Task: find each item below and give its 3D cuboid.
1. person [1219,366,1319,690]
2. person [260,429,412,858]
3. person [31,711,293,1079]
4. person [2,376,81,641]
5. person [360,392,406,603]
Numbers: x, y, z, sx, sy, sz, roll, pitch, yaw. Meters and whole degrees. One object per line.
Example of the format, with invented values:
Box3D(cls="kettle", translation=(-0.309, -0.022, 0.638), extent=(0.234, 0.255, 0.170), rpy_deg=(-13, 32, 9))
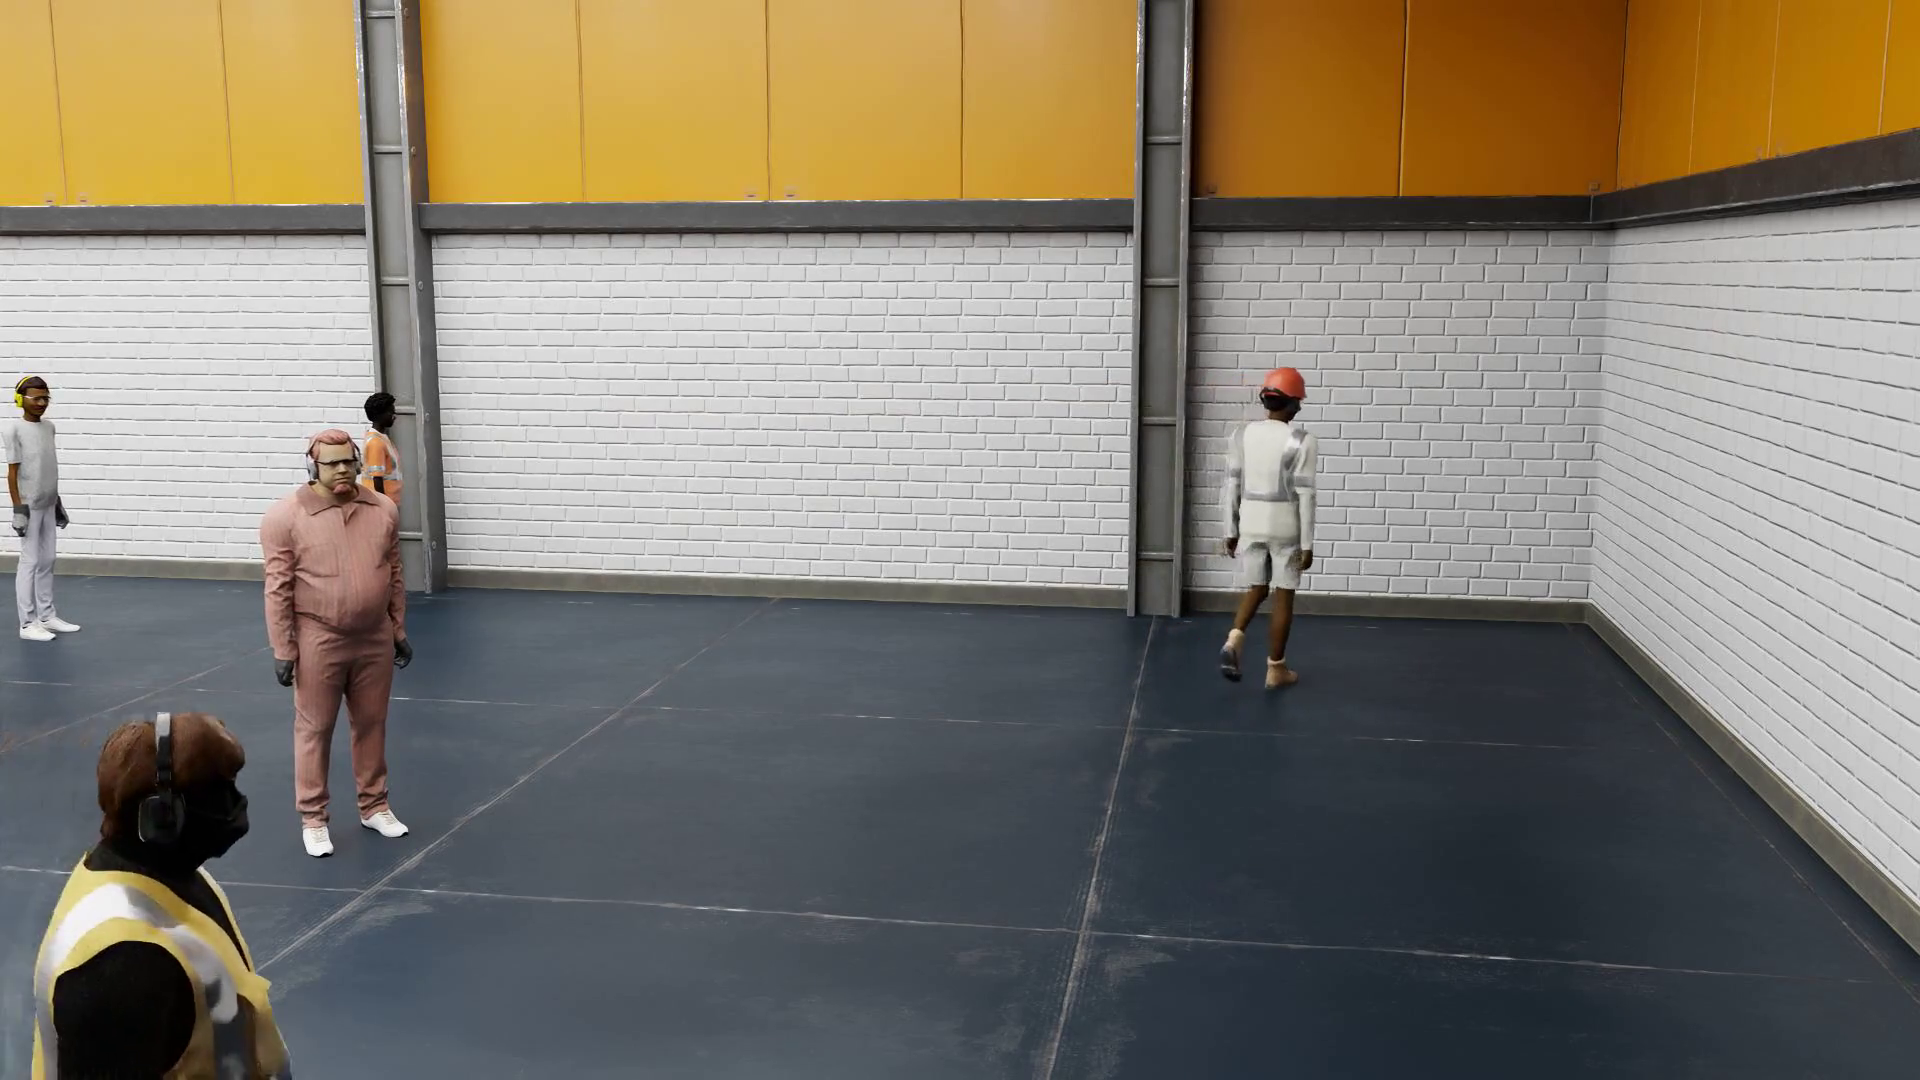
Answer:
Box3D(cls="person", translation=(1.892, -0.054, 10.224), extent=(0.628, 2.022, 0.579), rpy_deg=(8, 12, 41))
Box3D(cls="person", translation=(-2.771, 0.450, 7.488), extent=(0.403, 1.905, 0.651), rpy_deg=(9, 13, 43))
Box3D(cls="person", translation=(-1.351, 1.203, 3.128), extent=(0.846, 1.807, 0.658), rpy_deg=(-4, 10, -23))
Box3D(cls="person", translation=(-6.531, -0.229, 11.805), extent=(0.327, 1.865, 0.514), rpy_deg=(1, 9, 6))
Box3D(cls="person", translation=(-4.394, -0.278, 12.644), extent=(0.318, 1.691, 0.534), rpy_deg=(-3, 10, -18))
